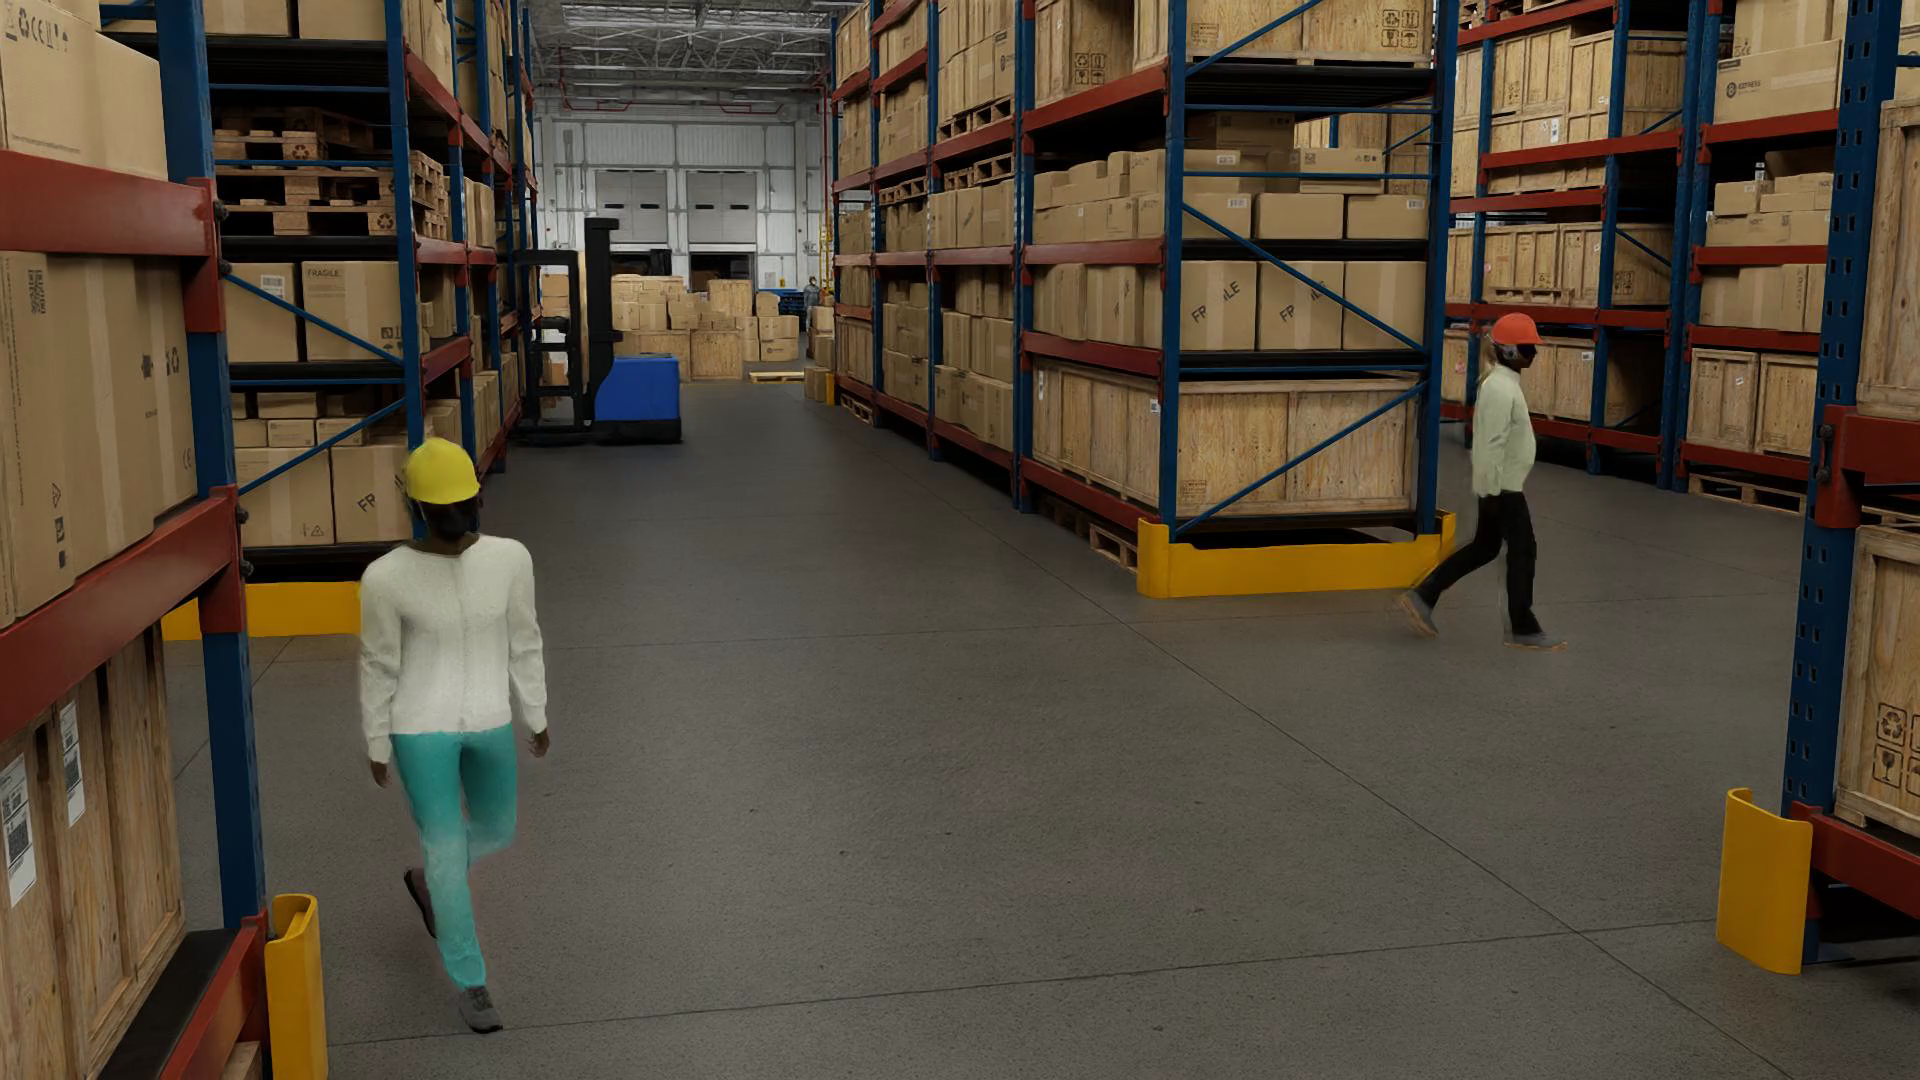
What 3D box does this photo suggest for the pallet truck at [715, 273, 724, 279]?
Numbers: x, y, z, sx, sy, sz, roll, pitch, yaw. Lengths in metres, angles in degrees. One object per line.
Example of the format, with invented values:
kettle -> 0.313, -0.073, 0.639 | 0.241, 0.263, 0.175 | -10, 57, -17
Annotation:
pallet truck -> -8.580, -8.986, 62.280 | 1.885, 1.965, 0.823 | 1, 9, 5

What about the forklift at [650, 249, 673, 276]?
forklift -> -9.860, -8.261, 55.178 | 1.873, 2.768, 1.129 | 3, 10, 19

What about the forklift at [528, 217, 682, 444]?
forklift -> -4.523, -2.656, 21.012 | 1.873, 2.768, 1.129 | -2, 10, -12

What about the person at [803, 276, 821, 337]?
person -> -4.726, -7.491, 53.352 | 0.629, 1.940, 0.373 | -7, 12, -38

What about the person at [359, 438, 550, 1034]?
person -> -1.547, 0.538, 5.015 | 0.541, 1.737, 0.723 | -8, 12, -40

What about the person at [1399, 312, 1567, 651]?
person -> 3.069, -0.343, 9.700 | 0.902, 1.969, 0.617 | 3, 10, 17
